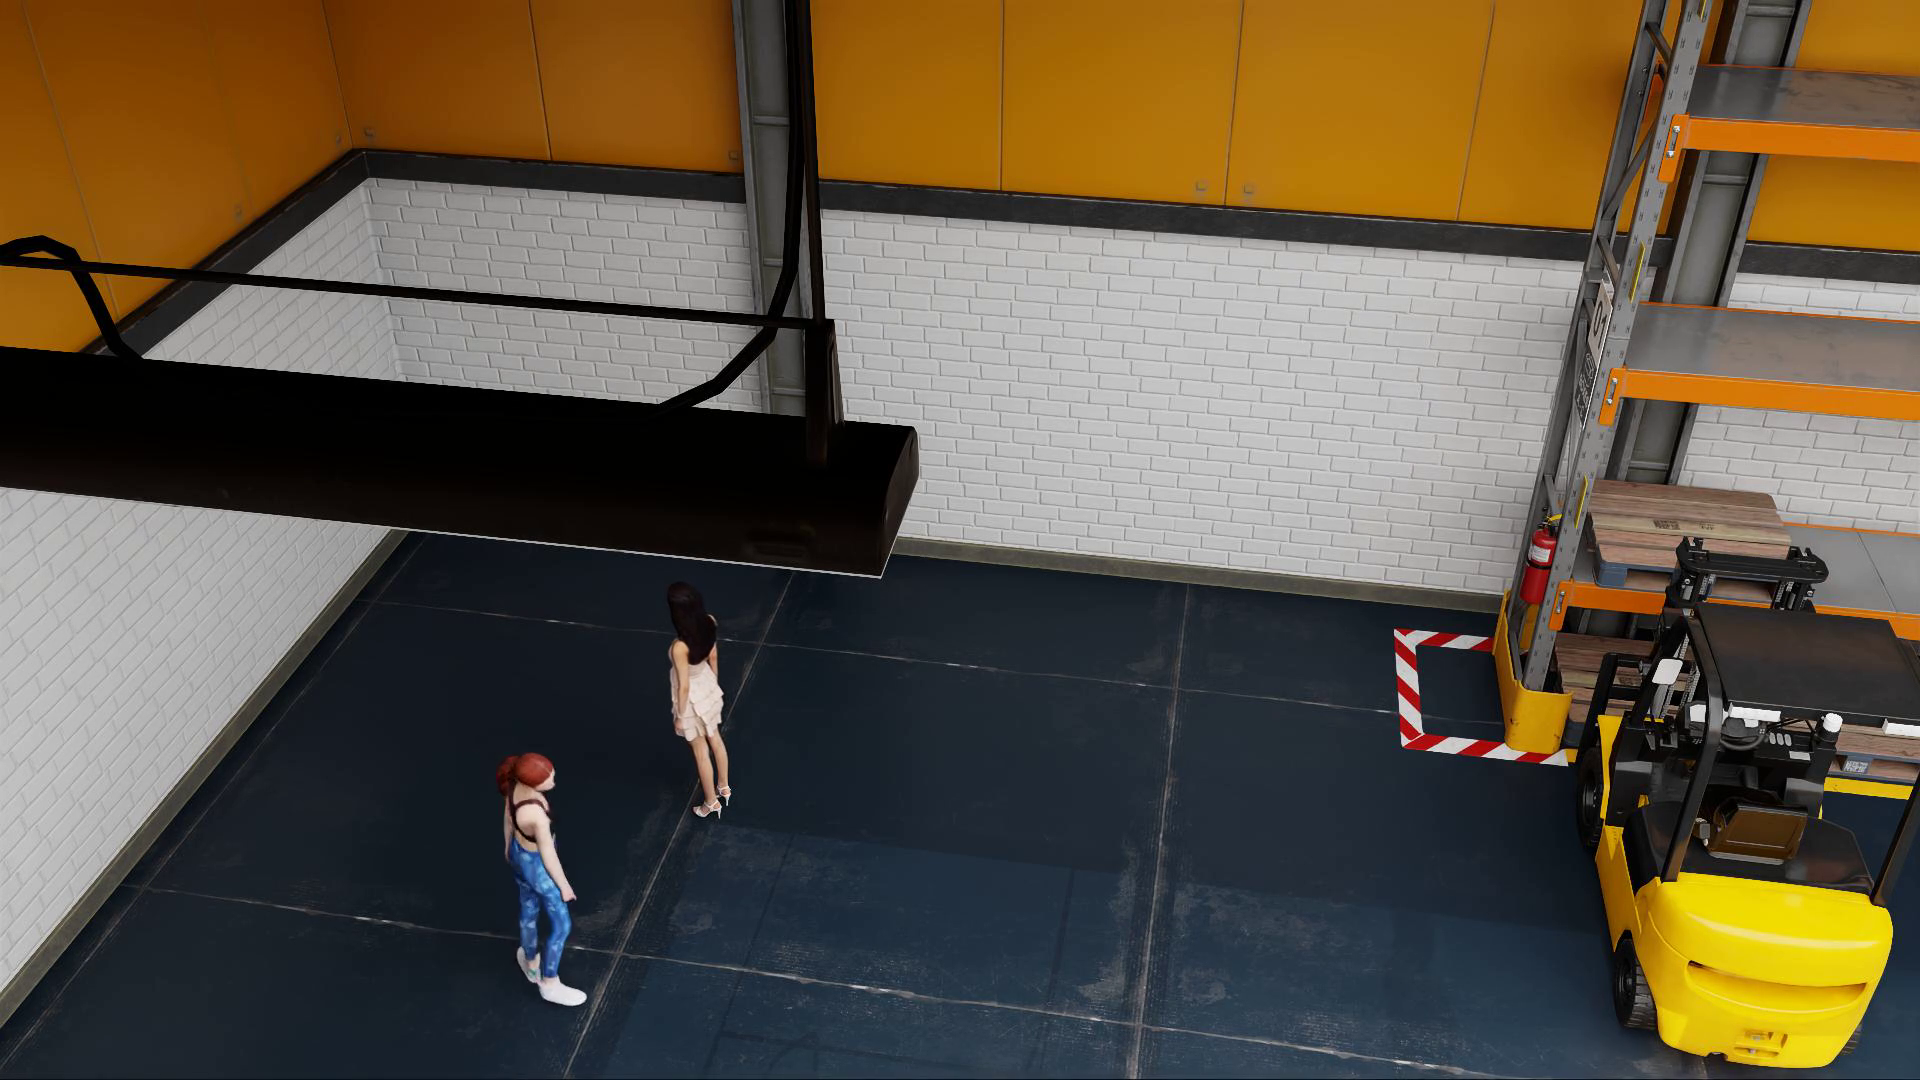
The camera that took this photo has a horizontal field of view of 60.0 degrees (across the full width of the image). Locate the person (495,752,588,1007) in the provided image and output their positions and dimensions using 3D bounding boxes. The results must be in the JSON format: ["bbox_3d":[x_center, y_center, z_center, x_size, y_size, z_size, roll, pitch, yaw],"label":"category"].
[{"bbox_3d":[-2.320,1.767,8.932,0.735,1.763,0.832,24,40,31],"label":"person"}]

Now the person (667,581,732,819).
[{"bbox_3d":[-1.588,0.986,10.122,0.609,1.737,0.639,15,36,21],"label":"person"}]
